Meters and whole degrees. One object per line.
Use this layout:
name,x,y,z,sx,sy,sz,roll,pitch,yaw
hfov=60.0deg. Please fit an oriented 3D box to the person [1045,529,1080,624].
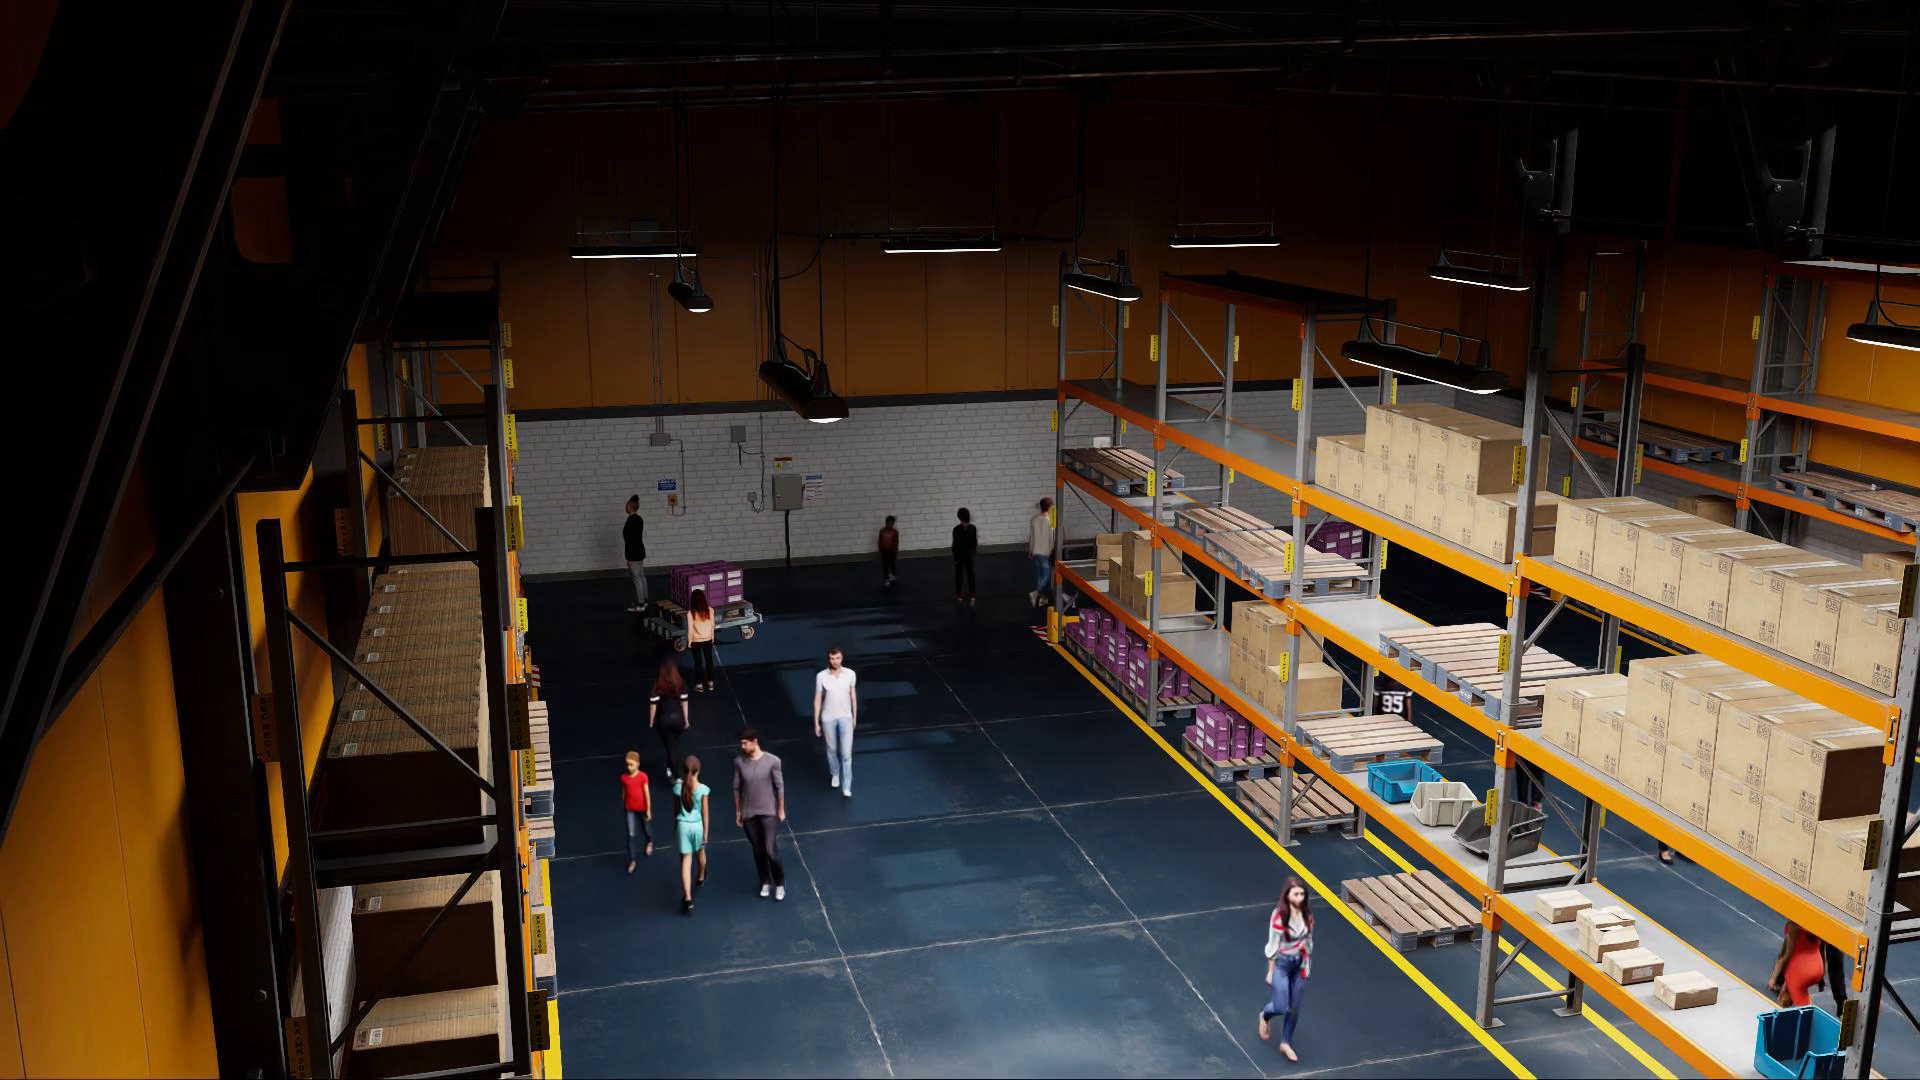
person,1.643,0.567,26.695,0.760,1.592,0.841,-6,15,-24

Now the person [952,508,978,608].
person,0.116,0.303,27.685,0.624,1.639,1.084,-3,14,-11

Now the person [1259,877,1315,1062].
person,2.744,3.601,14.136,0.652,1.606,0.736,-5,15,-21

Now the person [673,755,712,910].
person,-2.733,2.984,16.871,0.775,1.517,1.143,0,14,0

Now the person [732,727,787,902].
person,-2.047,2.770,17.100,0.818,1.826,0.821,2,14,8

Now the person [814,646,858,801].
person,-1.478,2.133,19.787,0.774,1.799,1.177,-2,14,-8

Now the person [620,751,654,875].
person,-3.437,2.868,17.836,0.669,1.288,0.933,1,14,2

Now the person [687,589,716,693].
person,-3.648,1.406,23.459,0.624,1.483,0.603,-8,16,-31

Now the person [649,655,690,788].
person,-3.444,2.205,19.890,0.713,1.610,0.946,-7,15,-26

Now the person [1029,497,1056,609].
person,1.335,0.247,27.412,1.092,1.876,1.129,8,16,30

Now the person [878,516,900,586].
person,-1.243,0.173,29.128,0.797,1.212,0.980,4,14,17

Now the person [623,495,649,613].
person,-5.346,0.206,27.425,0.841,1.949,0.674,1,14,6
